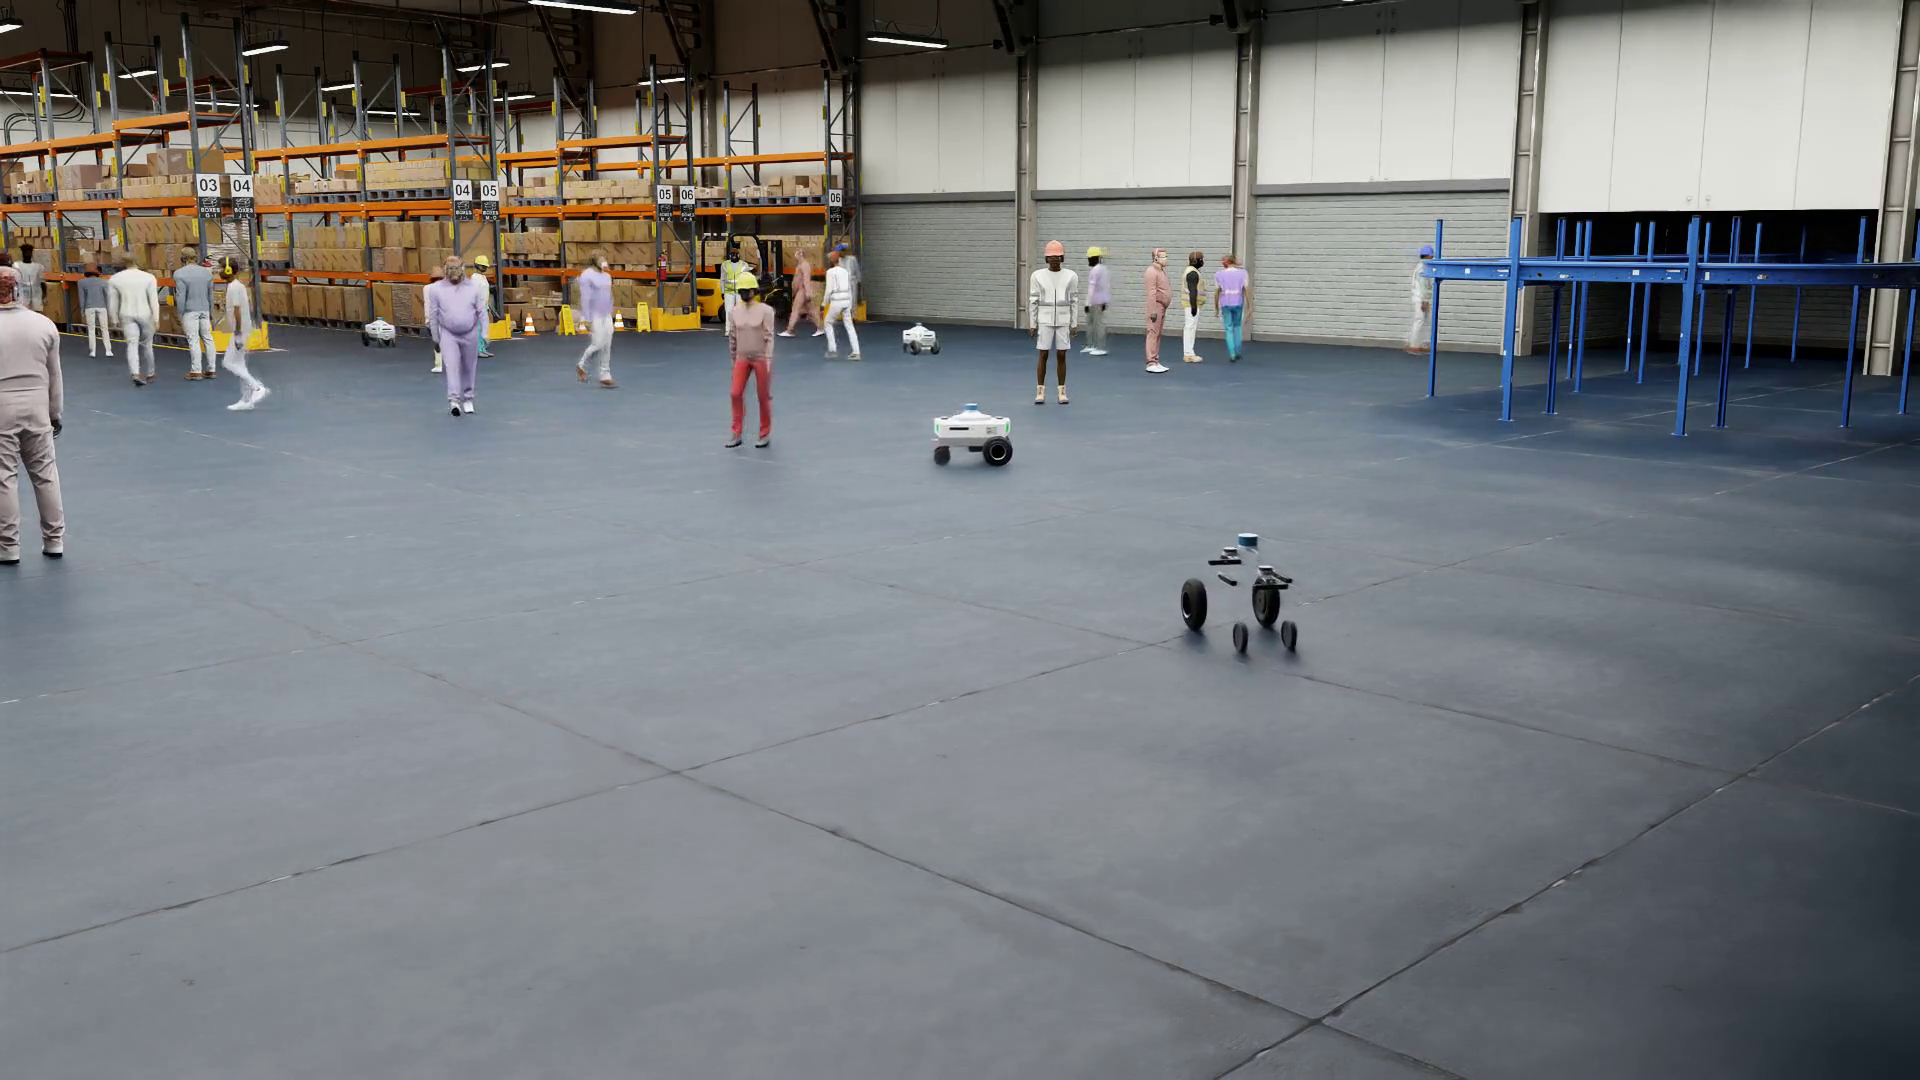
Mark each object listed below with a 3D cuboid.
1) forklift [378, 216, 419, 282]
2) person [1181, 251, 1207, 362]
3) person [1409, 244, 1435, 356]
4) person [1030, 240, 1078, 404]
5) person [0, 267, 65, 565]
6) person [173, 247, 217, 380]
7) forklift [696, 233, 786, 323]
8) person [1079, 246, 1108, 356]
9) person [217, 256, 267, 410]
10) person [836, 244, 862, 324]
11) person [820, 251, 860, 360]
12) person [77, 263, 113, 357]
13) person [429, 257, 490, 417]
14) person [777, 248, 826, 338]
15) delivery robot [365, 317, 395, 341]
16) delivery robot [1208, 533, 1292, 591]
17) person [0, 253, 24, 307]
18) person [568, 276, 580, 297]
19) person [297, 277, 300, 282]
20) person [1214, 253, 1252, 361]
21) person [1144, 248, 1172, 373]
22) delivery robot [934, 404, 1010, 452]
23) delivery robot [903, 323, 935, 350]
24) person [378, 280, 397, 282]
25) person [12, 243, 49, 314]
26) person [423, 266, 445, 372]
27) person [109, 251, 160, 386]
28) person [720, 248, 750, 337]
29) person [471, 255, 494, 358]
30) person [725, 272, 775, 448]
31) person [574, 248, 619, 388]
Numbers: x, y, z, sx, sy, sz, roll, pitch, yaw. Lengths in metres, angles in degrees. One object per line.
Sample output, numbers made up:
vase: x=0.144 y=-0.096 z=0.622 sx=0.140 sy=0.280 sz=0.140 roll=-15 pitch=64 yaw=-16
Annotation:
forklift: x=-17.868 y=-9.201 z=54.028 sx=1.873 sy=2.768 sz=1.129 roll=-10 pitch=14 yaw=-44
person: x=3.944 y=-3.933 z=28.020 sx=0.429 sy=1.843 sz=0.627 roll=1 pitch=10 yaw=5
person: x=8.254 y=-4.283 z=29.642 sx=0.403 sy=1.948 sz=0.612 roll=4 pitch=11 yaw=19
person: x=1.187 y=-2.737 z=20.946 sx=0.615 sy=2.040 sz=0.391 roll=0 pitch=10 yaw=-2
person: x=-6.156 y=-0.805 z=10.788 sx=0.409 sy=1.909 sz=0.640 roll=8 pitch=13 yaw=36
person: x=-11.264 y=-3.334 z=24.493 sx=0.369 sy=1.936 sz=0.630 roll=6 pitch=12 yaw=28
forklift: x=-5.496 y=-6.489 z=41.108 sx=2.313 sy=2.155 sz=1.214 roll=-10 pitch=14 yaw=-44
person: x=2.318 y=-4.227 z=29.433 sx=0.681 sy=1.903 sz=0.621 roll=3 pitch=11 yaw=18
person: x=-8.757 y=-2.499 z=20.153 sx=0.418 sy=1.854 sz=0.559 roll=-3 pitch=11 yaw=-18
person: x=-2.658 y=-6.169 z=40.088 sx=0.719 sy=1.903 sz=0.401 roll=5 pitch=11 yaw=24
person: x=-2.078 y=-3.983 z=28.319 sx=0.803 sy=1.830 sz=0.593 roll=8 pitch=13 yaw=36
person: x=-15.122 y=-4.025 z=29.090 sx=0.499 sy=1.633 sz=0.283 roll=-5 pitch=11 yaw=-24
person: x=-5.881 y=-2.393 z=19.575 sx=0.658 sy=1.850 sz=1.000 roll=-4 pitch=11 yaw=-19
person: x=-3.269 y=-5.147 z=34.636 sx=1.025 sy=1.856 sz=0.652 roll=-1 pitch=10 yaw=-8
delivery robot: x=-11.142 y=-4.034 z=31.939 sx=0.477 sy=0.478 sz=0.707 roll=-9 pitch=13 yaw=-39
delivery robot: x=1.518 y=0.082 z=8.785 sx=0.335 sy=0.223 sz=0.698 roll=-2 pitch=11 yaw=-11
person: x=-16.051 y=-3.943 z=28.173 sx=0.620 sy=1.809 sz=0.688 roll=1 pitch=10 yaw=3
person: x=-10.598 y=-7.080 z=45.477 sx=0.483 sy=1.737 sz=0.320 roll=4 pitch=11 yaw=19
person: x=-19.729 y=-7.875 z=49.258 sx=0.365 sy=1.934 sz=0.553 roll=-2 pitch=11 yaw=-13
person: x=4.607 y=-3.942 z=28.180 sx=0.649 sy=1.797 sz=0.801 roll=0 pitch=10 yaw=1
person: x=3.078 y=-3.564 z=25.833 sx=0.409 sy=1.908 sz=0.639 roll=3 pitch=11 yaw=18
delivery robot: x=0.108 y=-1.032 z=15.569 sx=0.707 sy=0.478 sz=0.477 roll=0 pitch=10 yaw=-2
delivery robot: x=-0.737 y=-3.660 z=29.902 sx=0.477 sy=0.478 sz=0.707 roll=-6 pitch=12 yaw=-28
person: x=-15.300 y=-6.954 z=44.435 sx=0.518 sy=1.862 sz=0.323 roll=-6 pitch=12 yaw=-32
person: x=-17.827 y=-4.698 z=31.864 sx=0.638 sy=1.953 sz=0.509 roll=-9 pitch=13 yaw=-39
person: x=-8.066 y=-3.425 z=25.816 sx=0.499 sy=1.633 sz=0.289 roll=-7 pitch=13 yaw=-35
person: x=-11.704 y=-3.142 z=23.600 sx=0.640 sy=1.889 sz=1.033 roll=-4 pitch=11 yaw=-20
person: x=-4.731 y=-5.208 z=34.972 sx=0.627 sy=1.844 sz=0.429 roll=-1 pitch=10 yaw=-7
person: x=-8.326 y=-4.065 z=28.968 sx=0.322 sy=1.761 sz=0.522 roll=1 pitch=10 yaw=3
person: x=-2.094 y=-1.772 z=16.508 sx=0.530 sy=1.743 sz=0.715 roll=3 pitch=11 yaw=15
person: x=-5.053 y=-3.084 z=23.149 sx=0.535 sy=1.929 sz=0.645 roll=5 pitch=12 yaw=25
